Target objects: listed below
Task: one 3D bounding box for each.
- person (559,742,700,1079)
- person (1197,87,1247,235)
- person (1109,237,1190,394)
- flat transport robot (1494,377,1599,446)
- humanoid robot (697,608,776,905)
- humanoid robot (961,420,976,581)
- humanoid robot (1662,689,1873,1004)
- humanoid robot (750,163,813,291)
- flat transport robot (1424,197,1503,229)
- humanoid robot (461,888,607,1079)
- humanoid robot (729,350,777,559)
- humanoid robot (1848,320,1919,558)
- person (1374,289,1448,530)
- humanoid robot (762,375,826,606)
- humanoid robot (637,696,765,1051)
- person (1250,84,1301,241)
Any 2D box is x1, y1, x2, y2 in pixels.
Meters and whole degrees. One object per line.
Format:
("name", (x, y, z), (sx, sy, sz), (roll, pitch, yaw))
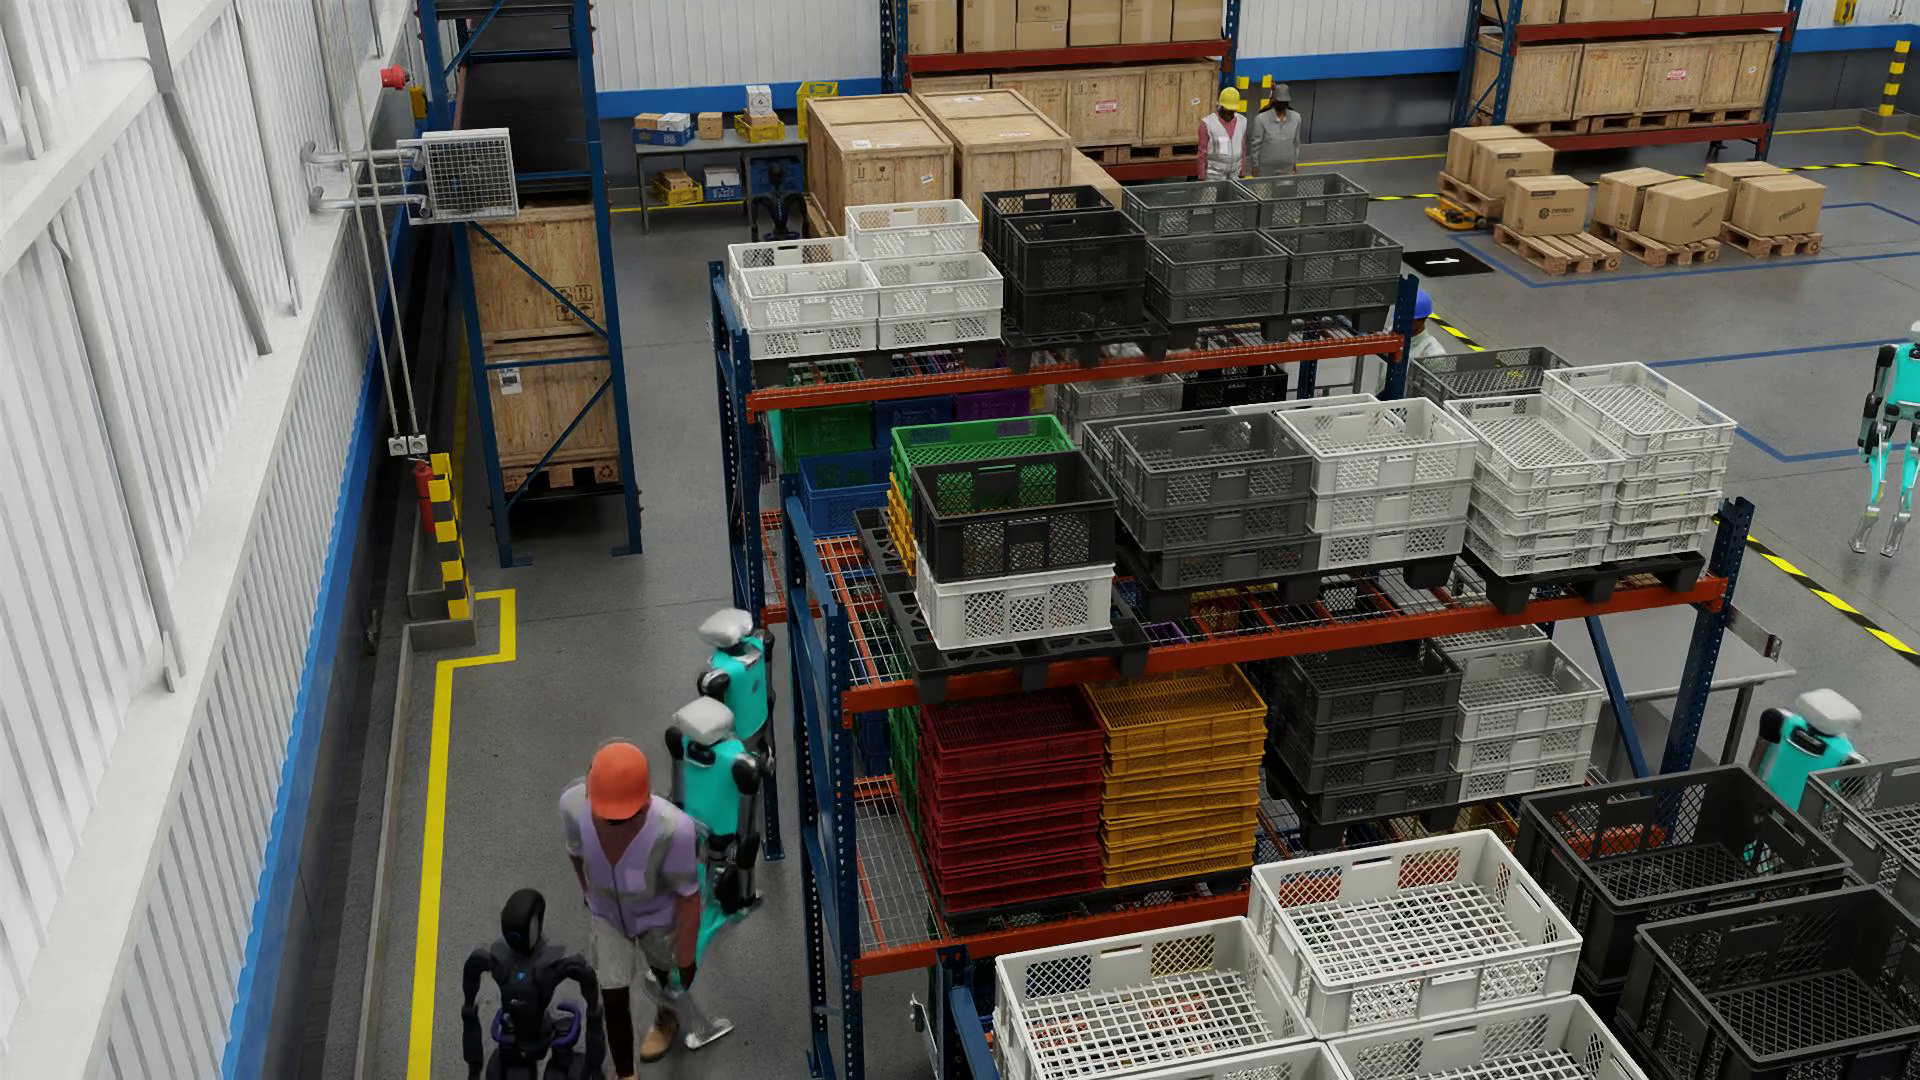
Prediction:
("person", (-1.388, 1.633, 7.120), (0.617, 1.964, 0.966), (4, 28, 7))
("person", (2.818, -3.953, 17.879), (0.588, 1.822, 0.403), (-11, 30, -19))
("person", (1.528, -1.567, 13.335), (0.658, 1.838, 0.845), (5, 28, 9))
("flat transport robot", (4.780, -1.036, 14.013), (0.659, 0.231, 1.431), (-6, 28, -12))
("humanoid robot", (-1.244, 1.141, 8.365), (0.660, 1.860, 0.545), (13, 31, 24))
("humanoid robot", (0.033, -0.026, 10.639), (0.794, 1.620, 0.614), (-11, 30, -19))
("humanoid robot", (3.546, 1.538, 7.572), (0.804, 1.789, 0.563), (-14, 31, -25))
("humanoid robot", (-1.695, -2.752, 15.754), (0.602, 1.644, 0.341), (-6, 28, -10))
("flat transport robot", (6.196, -3.841, 19.304), (1.431, 0.197, 0.652), (-6, 28, -12))
("humanoid robot", (-1.682, 2.048, 6.682), (0.602, 1.646, 0.665), (1, 28, 3))
("humanoid robot", (-1.480, -0.686, 11.827), (0.315, 1.653, 0.599), (-6, 28, -12))
("humanoid robot", (6.519, -0.636, 11.535), (0.533, 1.677, 0.735), (13, 30, 23))
("person", (3.175, -0.883, 11.938), (0.420, 1.941, 0.604), (-11, 30, -20))
("humanoid robot", (-0.927, -0.362, 11.181), (0.908, 1.766, 0.562), (-13, 31, -24))
("humanoid robot", (-1.235, 1.612, 7.450), (0.530, 1.811, 0.762), (19, 33, 32))
("person", (3.439, -4.109, 18.229), (0.572, 1.768, 0.399), (-6, 28, -12))
